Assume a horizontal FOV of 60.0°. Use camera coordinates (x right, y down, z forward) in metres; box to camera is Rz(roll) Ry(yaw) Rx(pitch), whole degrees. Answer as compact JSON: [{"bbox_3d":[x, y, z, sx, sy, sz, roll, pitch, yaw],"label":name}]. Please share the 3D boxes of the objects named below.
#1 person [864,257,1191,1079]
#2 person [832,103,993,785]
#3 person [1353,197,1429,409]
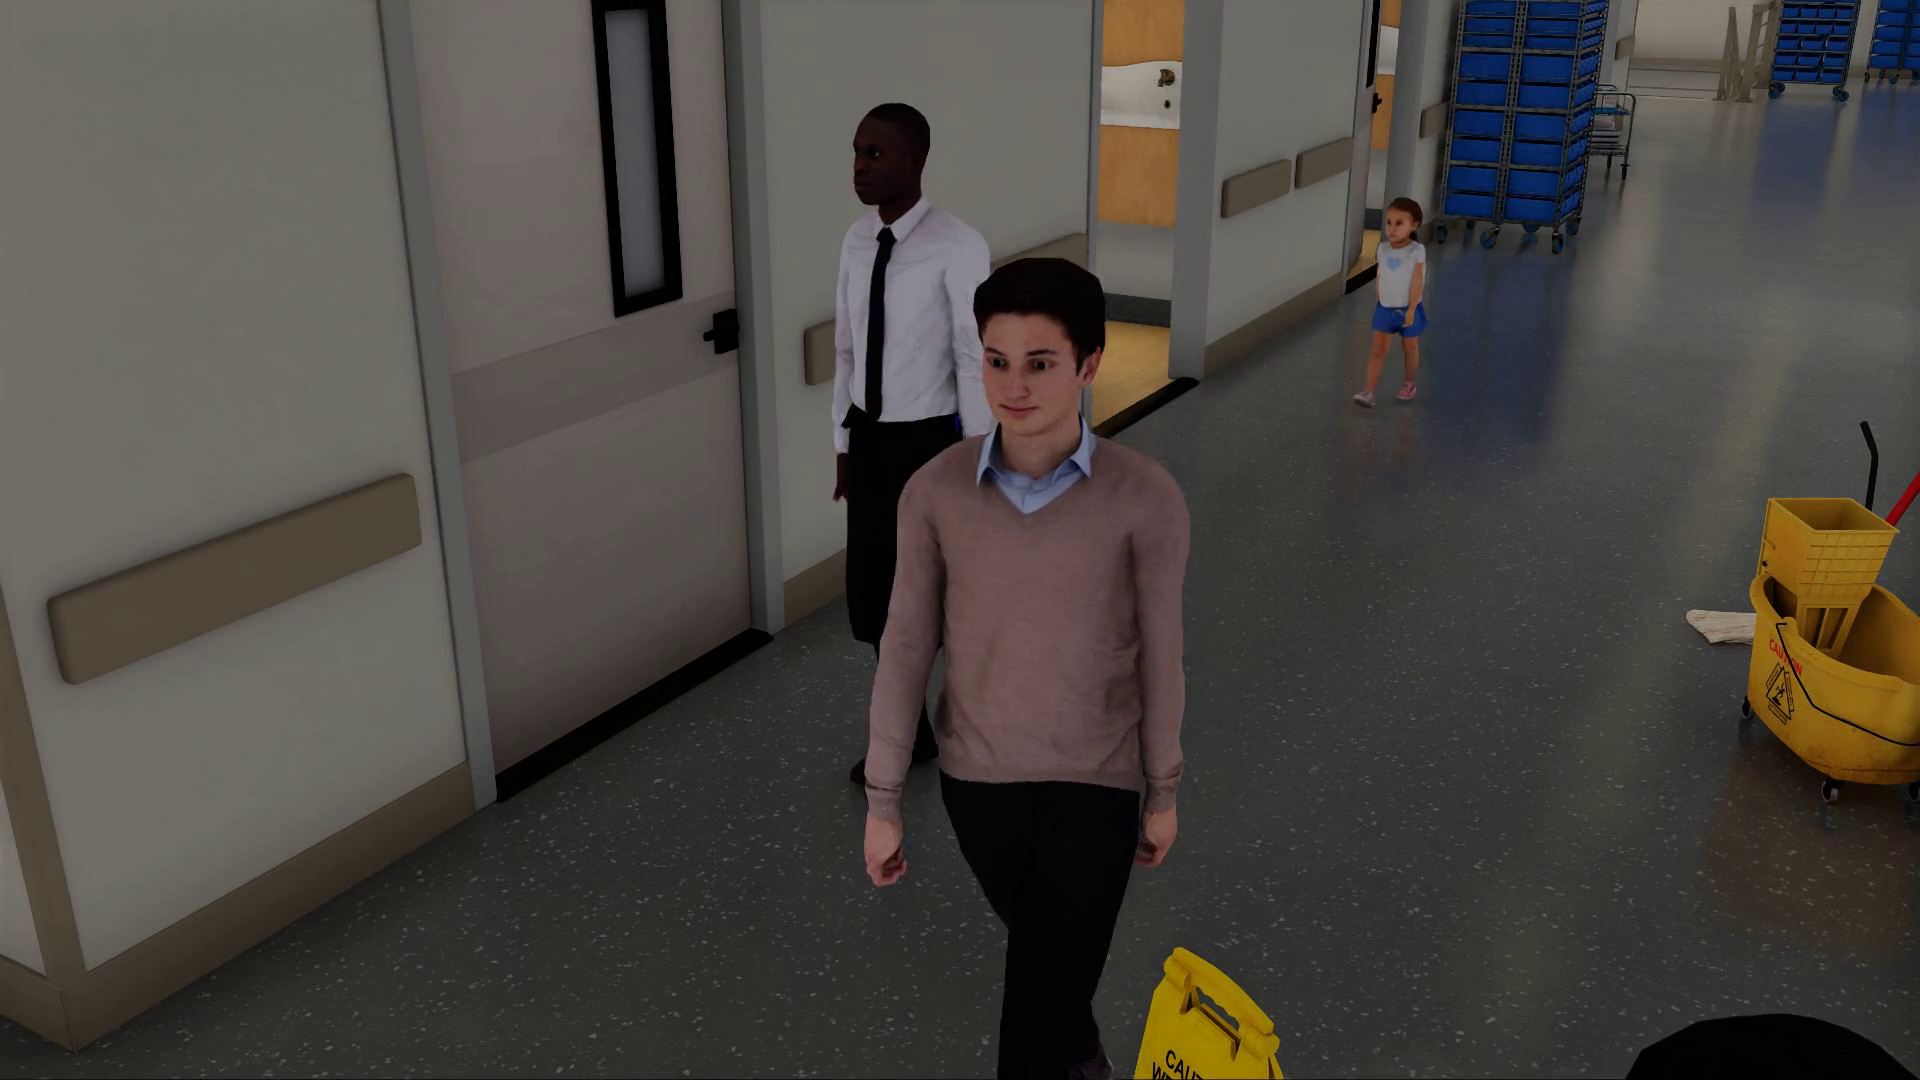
[{"bbox_3d":[0.151,0.417,2.828,0.827,1.755,1.260,7,22,17],"label":"person"},{"bbox_3d":[-0.069,-0.226,4.439,0.735,1.818,0.839,17,26,37],"label":"person"},{"bbox_3d":[2.138,-1.121,7.975,0.481,0.986,0.754,16,26,35],"label":"person"}]
